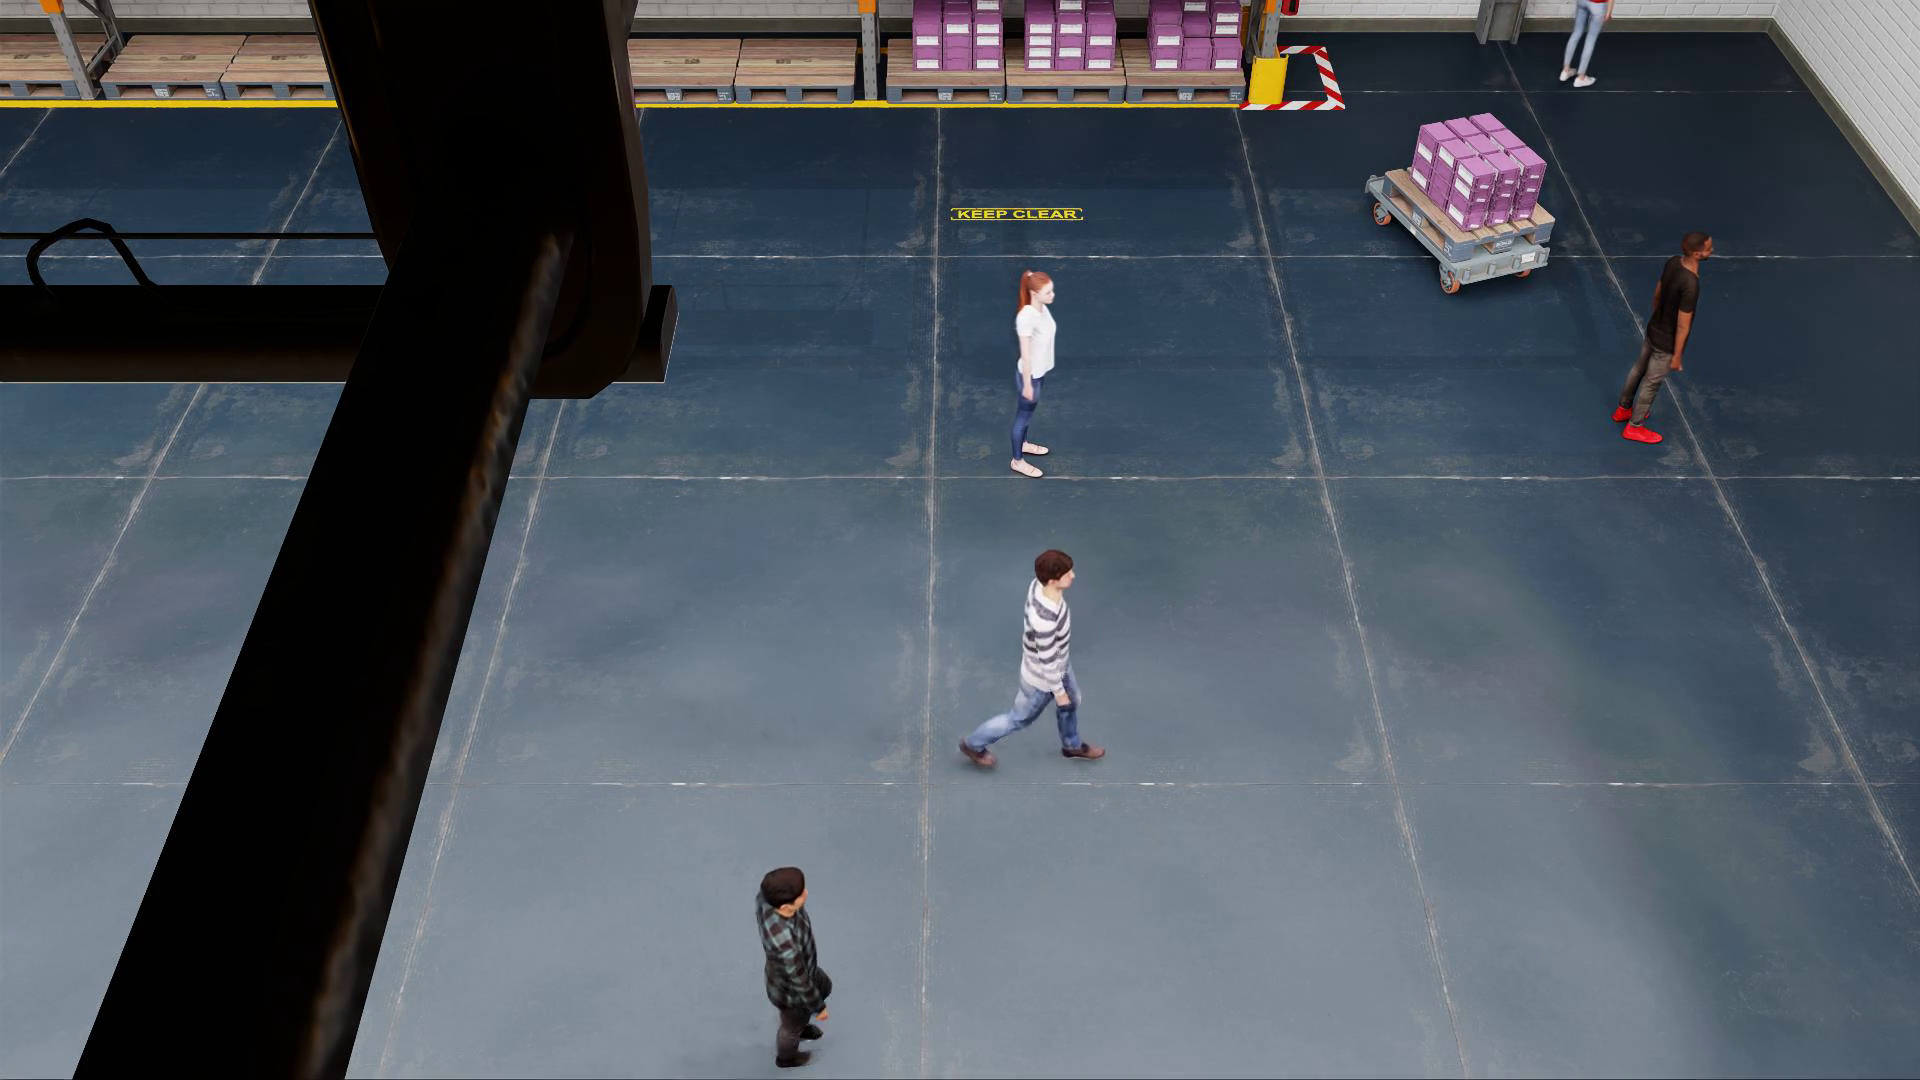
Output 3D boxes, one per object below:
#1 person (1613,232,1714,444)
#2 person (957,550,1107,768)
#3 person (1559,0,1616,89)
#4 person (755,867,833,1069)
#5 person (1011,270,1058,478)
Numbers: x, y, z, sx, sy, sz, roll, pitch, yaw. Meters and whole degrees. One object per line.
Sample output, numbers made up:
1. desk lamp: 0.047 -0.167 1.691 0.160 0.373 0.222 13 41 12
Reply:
1. person: 5.330 -1.552 12.587 0.521 1.805 0.644 -1 44 -1
2. person: 0.409 0.785 10.125 1.210 1.815 0.766 6 44 6
3. person: 6.350 -5.391 16.689 0.703 1.704 0.693 -25 49 -24
4. person: -0.951 2.300 8.717 0.639 1.702 0.713 -6 44 -6
5. person: 0.524 -1.255 12.323 0.601 1.737 0.618 10 45 11
